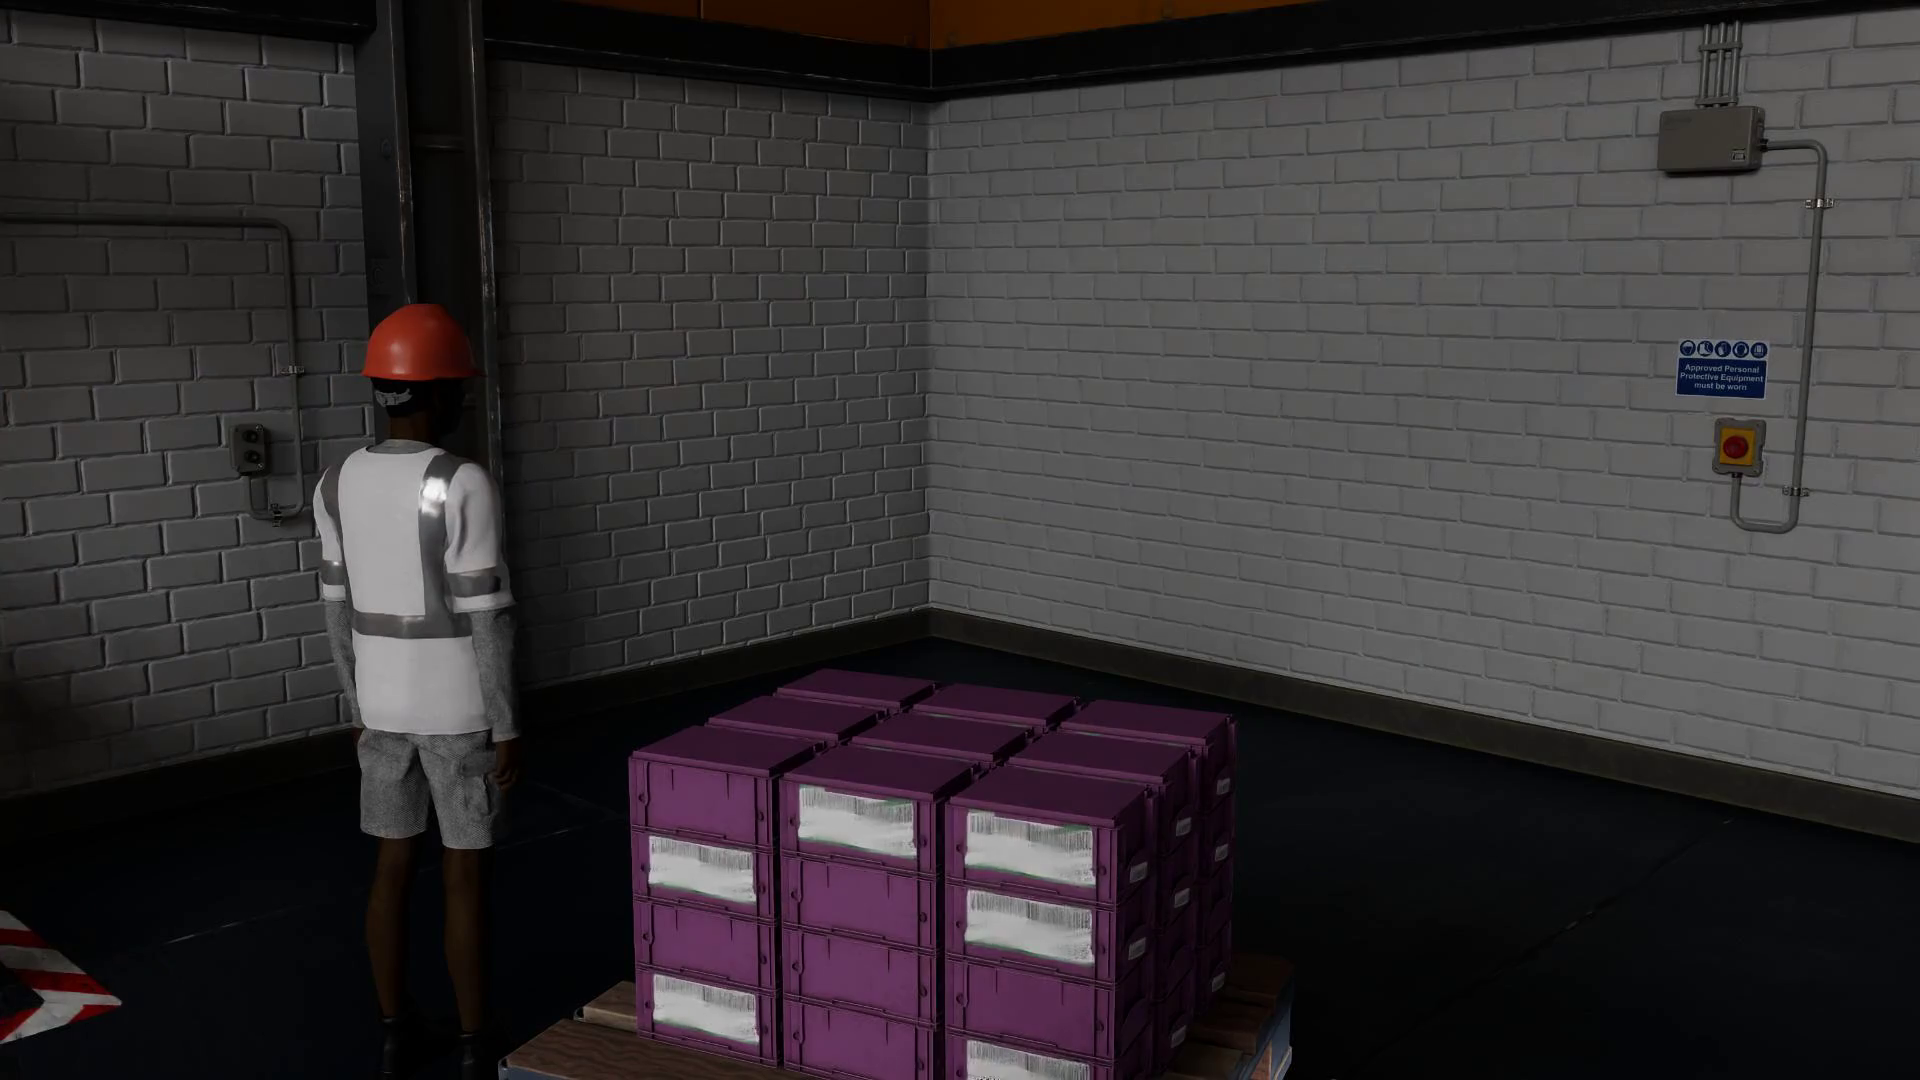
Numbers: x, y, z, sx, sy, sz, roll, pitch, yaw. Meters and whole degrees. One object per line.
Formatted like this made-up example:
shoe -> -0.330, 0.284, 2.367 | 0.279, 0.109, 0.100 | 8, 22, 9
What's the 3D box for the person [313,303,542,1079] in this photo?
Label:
person -> -1.284, 0.400, 4.073 | 0.543, 1.939, 0.360 | 4, 10, 24
